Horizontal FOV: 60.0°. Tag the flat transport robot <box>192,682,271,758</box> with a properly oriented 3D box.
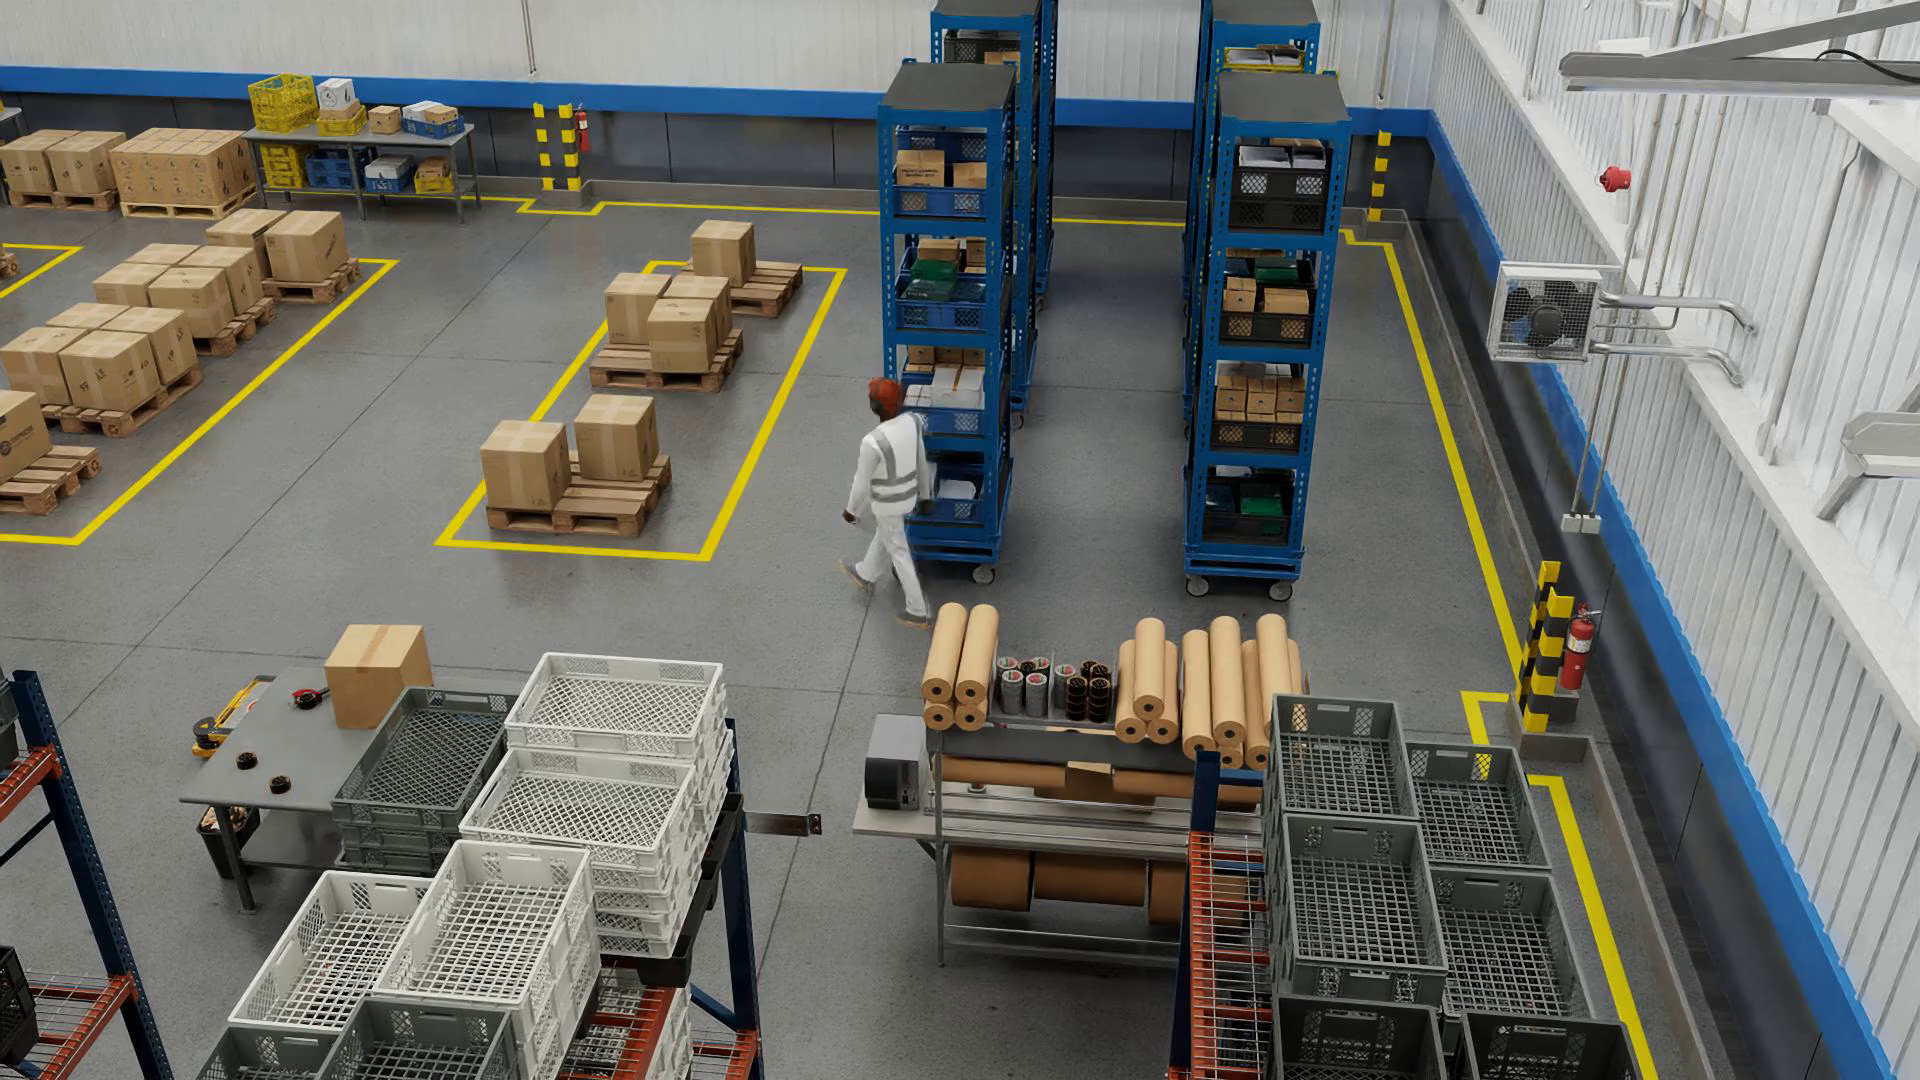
[{"bbox_3d":[-4.089,1.163,10.648,1.431,0.197,0.652,3,30,6],"label":"flat transport robot"}]

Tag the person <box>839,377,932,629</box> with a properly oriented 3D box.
[{"bbox_3d":[-0.580,-0.303,11.628,0.973,1.836,0.585,19,35,29],"label":"person"}]
